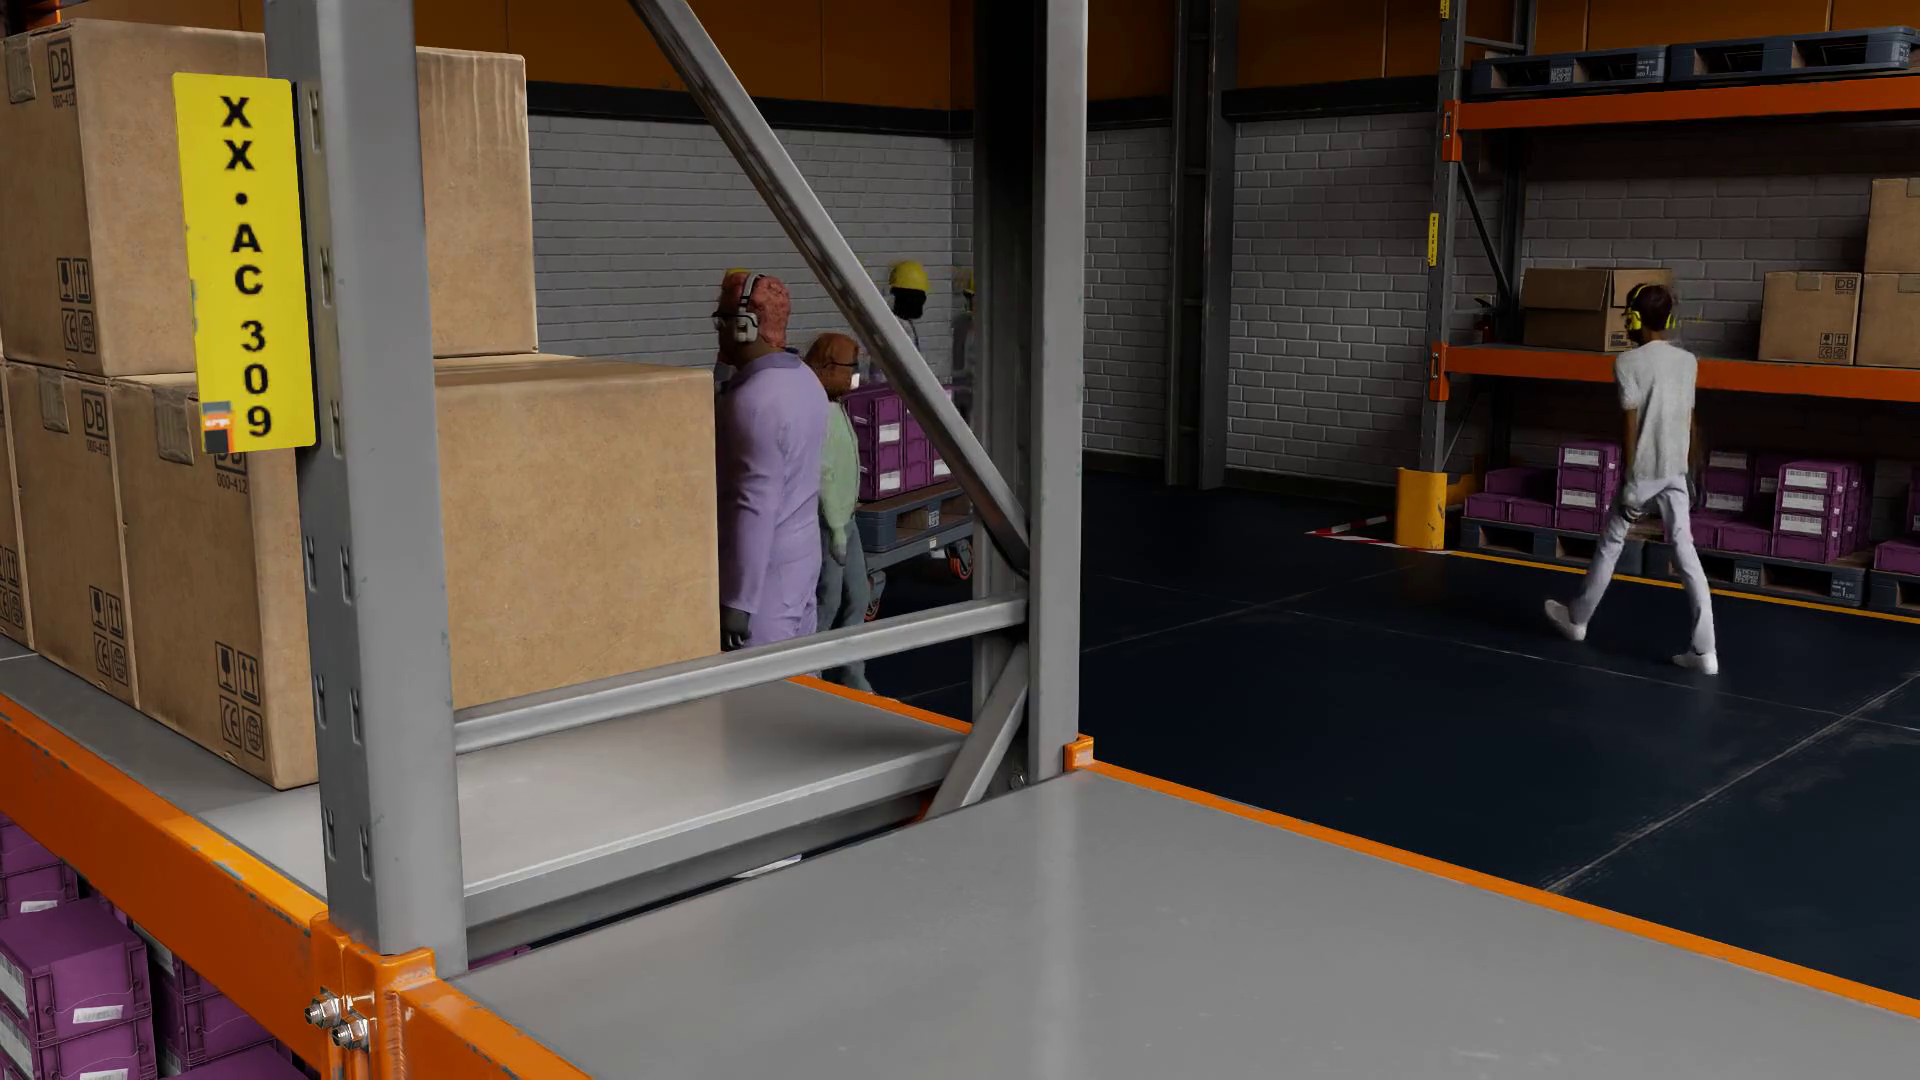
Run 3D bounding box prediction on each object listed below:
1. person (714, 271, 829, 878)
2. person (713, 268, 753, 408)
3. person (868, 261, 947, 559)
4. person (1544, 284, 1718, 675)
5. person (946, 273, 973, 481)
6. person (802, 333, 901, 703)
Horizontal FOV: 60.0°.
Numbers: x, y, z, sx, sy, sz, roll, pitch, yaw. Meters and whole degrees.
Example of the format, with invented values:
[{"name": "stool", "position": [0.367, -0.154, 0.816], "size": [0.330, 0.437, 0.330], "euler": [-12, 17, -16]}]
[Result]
[{"name": "person", "position": [-0.640, 0.115, 5.280], "size": [0.406, 1.911, 0.638], "euler": [2, 11, 10]}, {"name": "person", "position": [-1.318, -0.758, 10.265], "size": [0.403, 1.826, 0.586], "euler": [-4, 11, -20]}, {"name": "person", "position": [-0.413, -0.805, 10.427], "size": [0.980, 1.873, 0.592], "euler": [1, 10, 5]}, {"name": "person", "position": [3.294, -0.314, 7.954], "size": [0.540, 1.788, 1.043], "euler": [-3, 11, -18]}, {"name": "person", "position": [0.078, -0.950, 11.374], "size": [0.877, 1.802, 0.580], "euler": [-3, 11, -16]}, {"name": "person", "position": [-0.496, -0.051, 6.973], "size": [0.447, 1.621, 0.533], "euler": [1, 10, 7]}]
